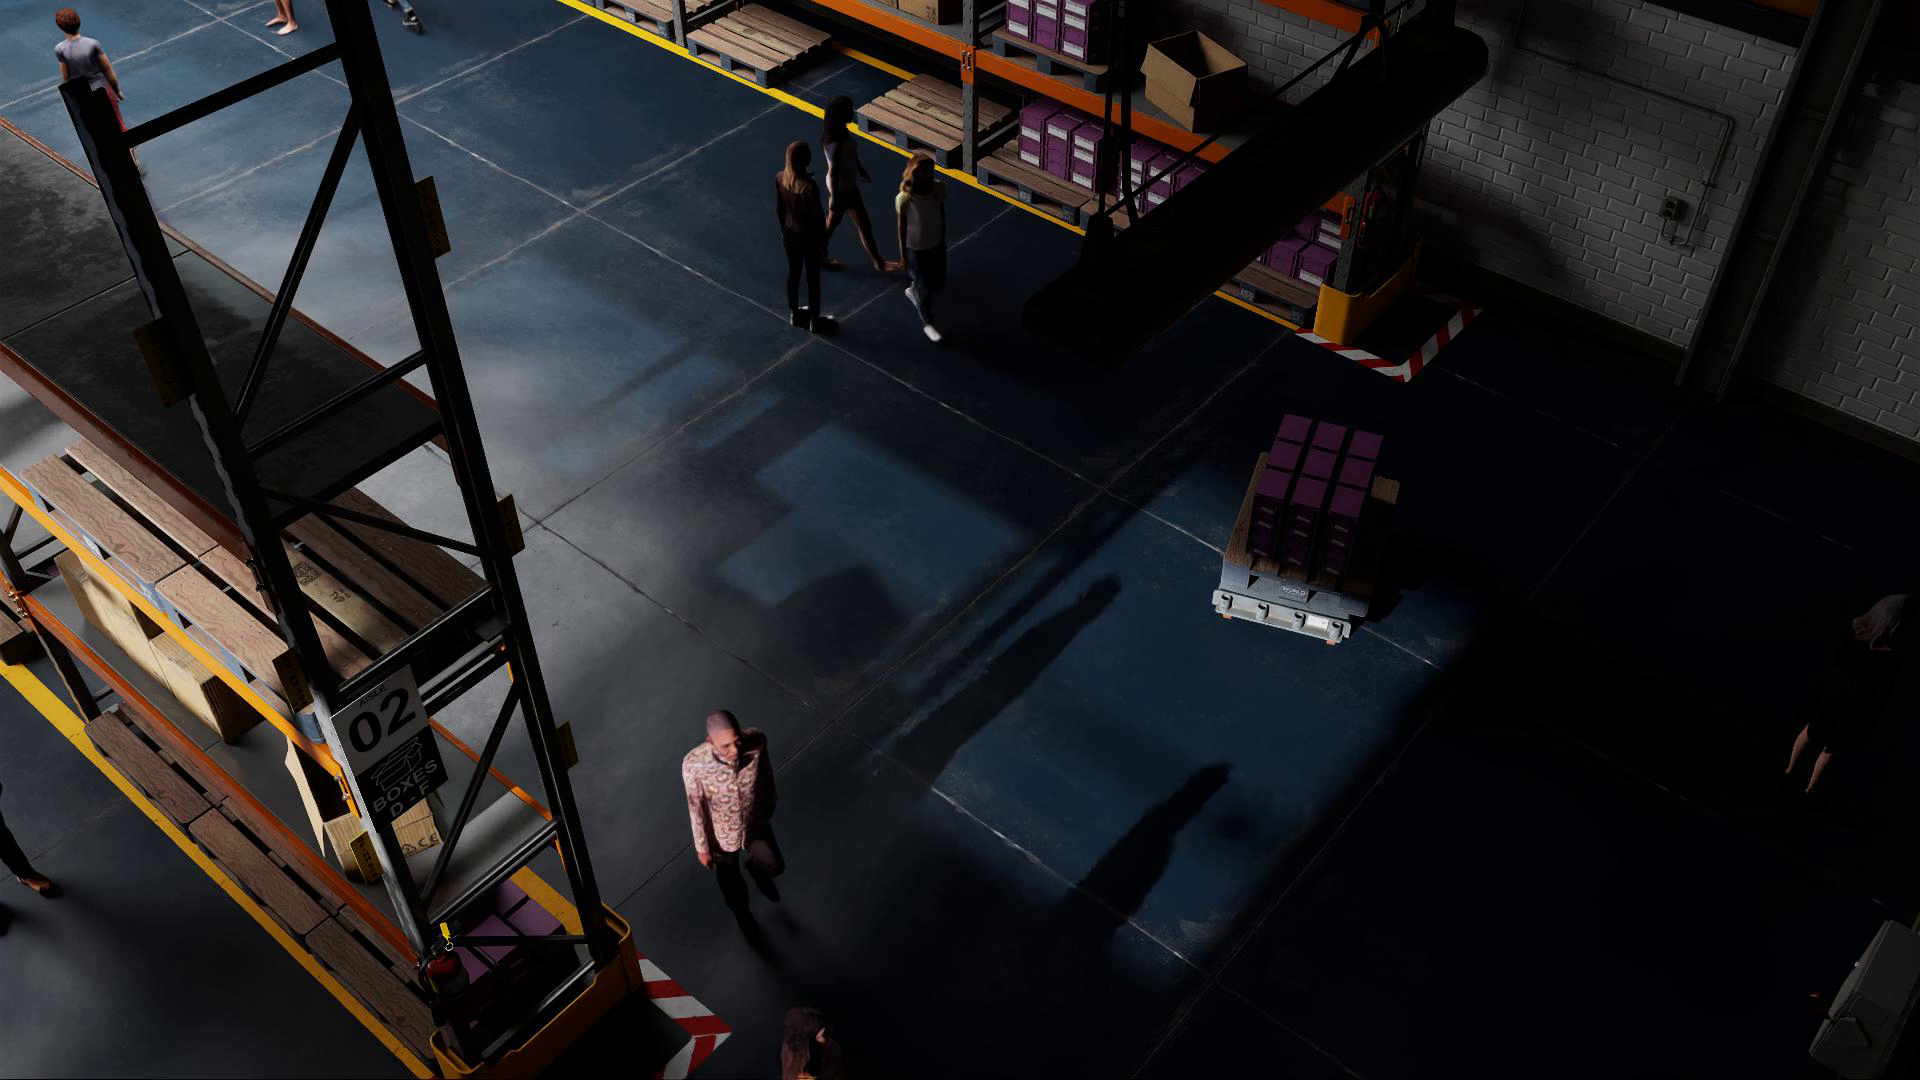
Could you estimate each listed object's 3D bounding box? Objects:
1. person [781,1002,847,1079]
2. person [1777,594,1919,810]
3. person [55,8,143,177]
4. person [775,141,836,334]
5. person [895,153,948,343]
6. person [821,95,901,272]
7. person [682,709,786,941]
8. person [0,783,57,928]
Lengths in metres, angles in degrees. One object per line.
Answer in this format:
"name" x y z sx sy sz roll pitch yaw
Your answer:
"person" -0.771 2.792 7.998 0.917 1.799 0.858 -4 44 -4
"person" 5.318 0.962 9.956 0.756 1.749 0.664 -13 45 -13
"person" -7.975 -4.091 15.333 0.657 1.648 0.653 -18 47 -18
"person" -1.295 -2.475 13.598 0.465 1.702 0.682 26 49 24
"person" -0.351 -2.411 13.524 0.760 1.712 0.882 -24 49 -23
"person" -1.068 -3.023 14.195 1.071 1.671 0.982 -1 44 -1
"person" -1.299 1.520 9.338 0.804 1.793 0.812 -21 47 -21
"person" -5.679 1.454 9.331 0.569 1.898 0.682 31 52 29
